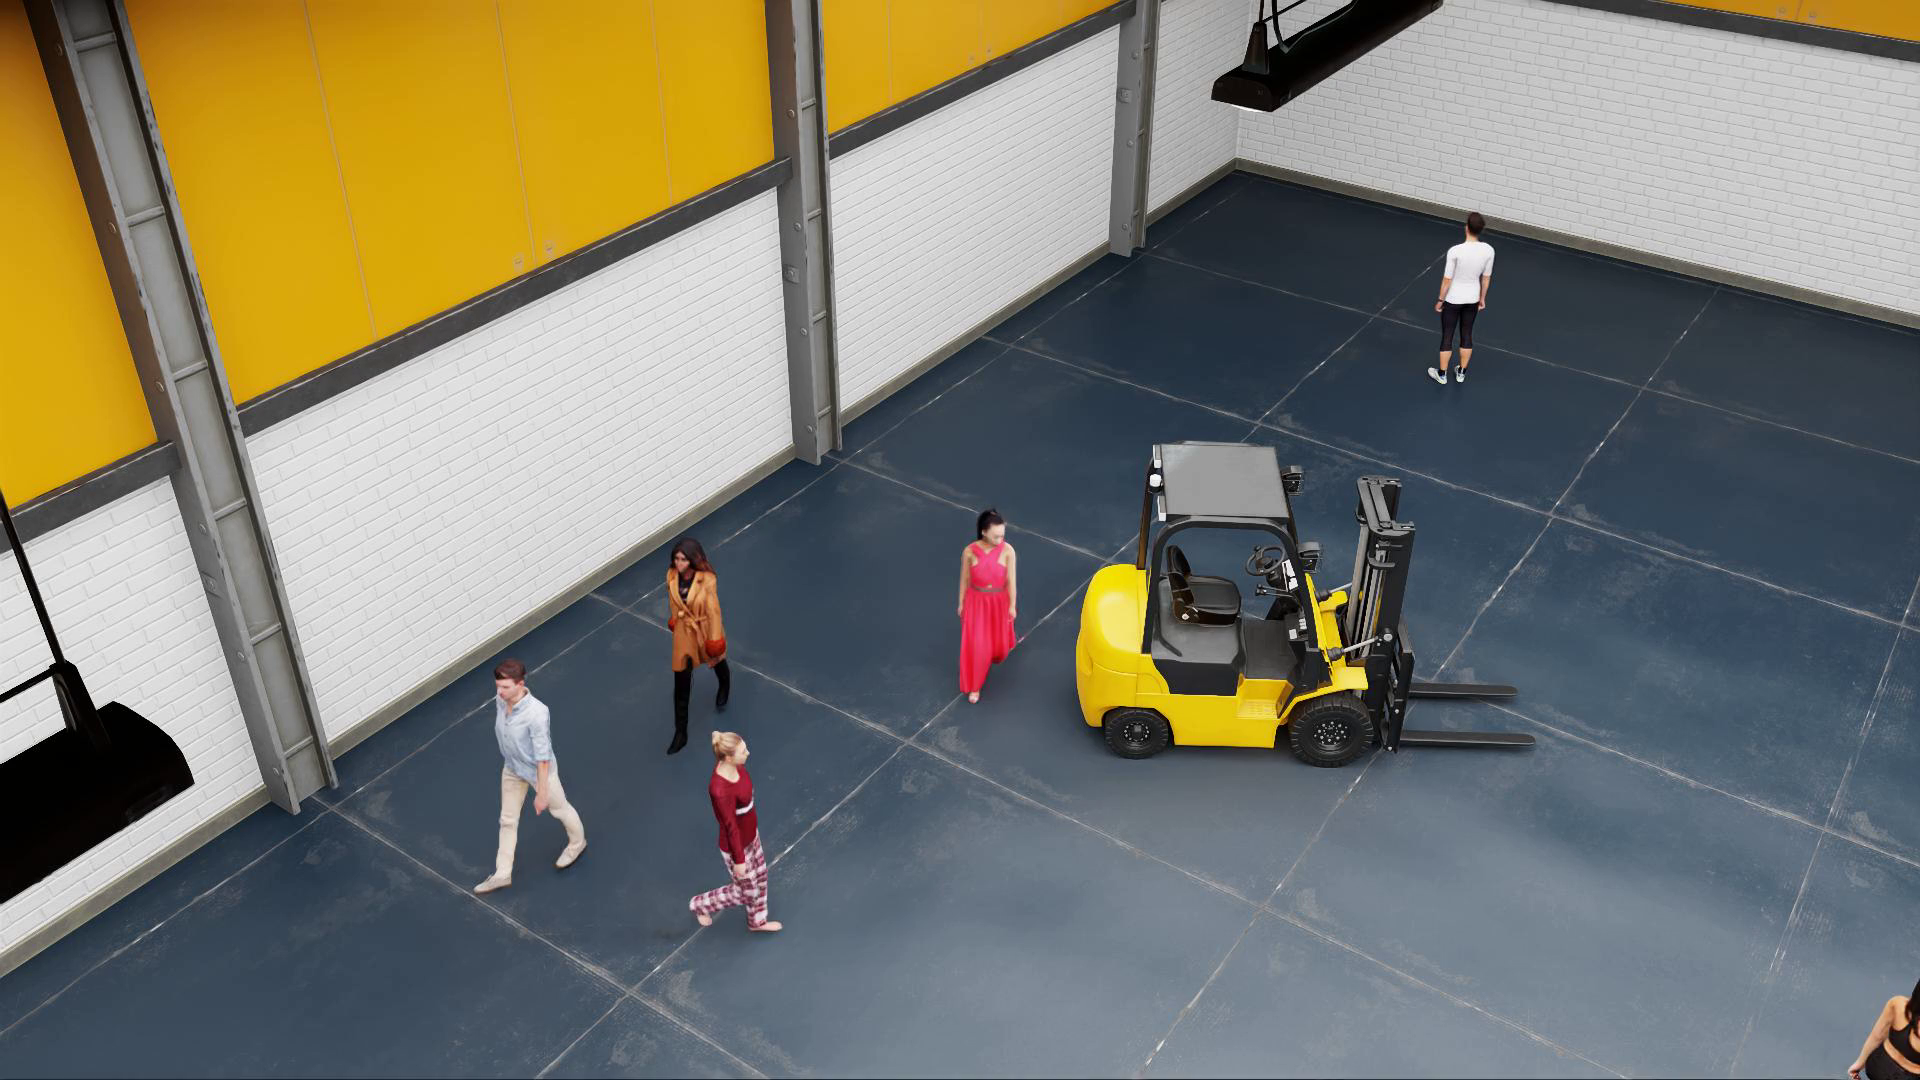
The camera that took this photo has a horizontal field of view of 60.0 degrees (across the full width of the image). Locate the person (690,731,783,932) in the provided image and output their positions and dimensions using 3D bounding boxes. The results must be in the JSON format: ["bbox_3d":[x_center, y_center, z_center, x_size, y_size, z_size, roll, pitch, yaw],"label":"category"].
[{"bbox_3d":[-1.480,1.909,10.658,0.918,1.690,0.893,2,34,3],"label":"person"}]

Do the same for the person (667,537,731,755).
[{"bbox_3d":[-1.919,0.697,12.500,0.930,1.669,1.251,11,35,15],"label":"person"}]

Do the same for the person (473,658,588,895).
[{"bbox_3d":[-2.797,1.499,11.162,0.650,1.815,1.053,22,39,29],"label":"person"}]

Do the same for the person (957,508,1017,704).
[{"bbox_3d":[0.227,0.468,12.807,0.823,1.711,0.918,4,34,5],"label":"person"}]

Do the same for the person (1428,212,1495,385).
[{"bbox_3d":[5.172,-2.488,17.127,0.745,1.851,0.790,-4,34,-6],"label":"person"}]
